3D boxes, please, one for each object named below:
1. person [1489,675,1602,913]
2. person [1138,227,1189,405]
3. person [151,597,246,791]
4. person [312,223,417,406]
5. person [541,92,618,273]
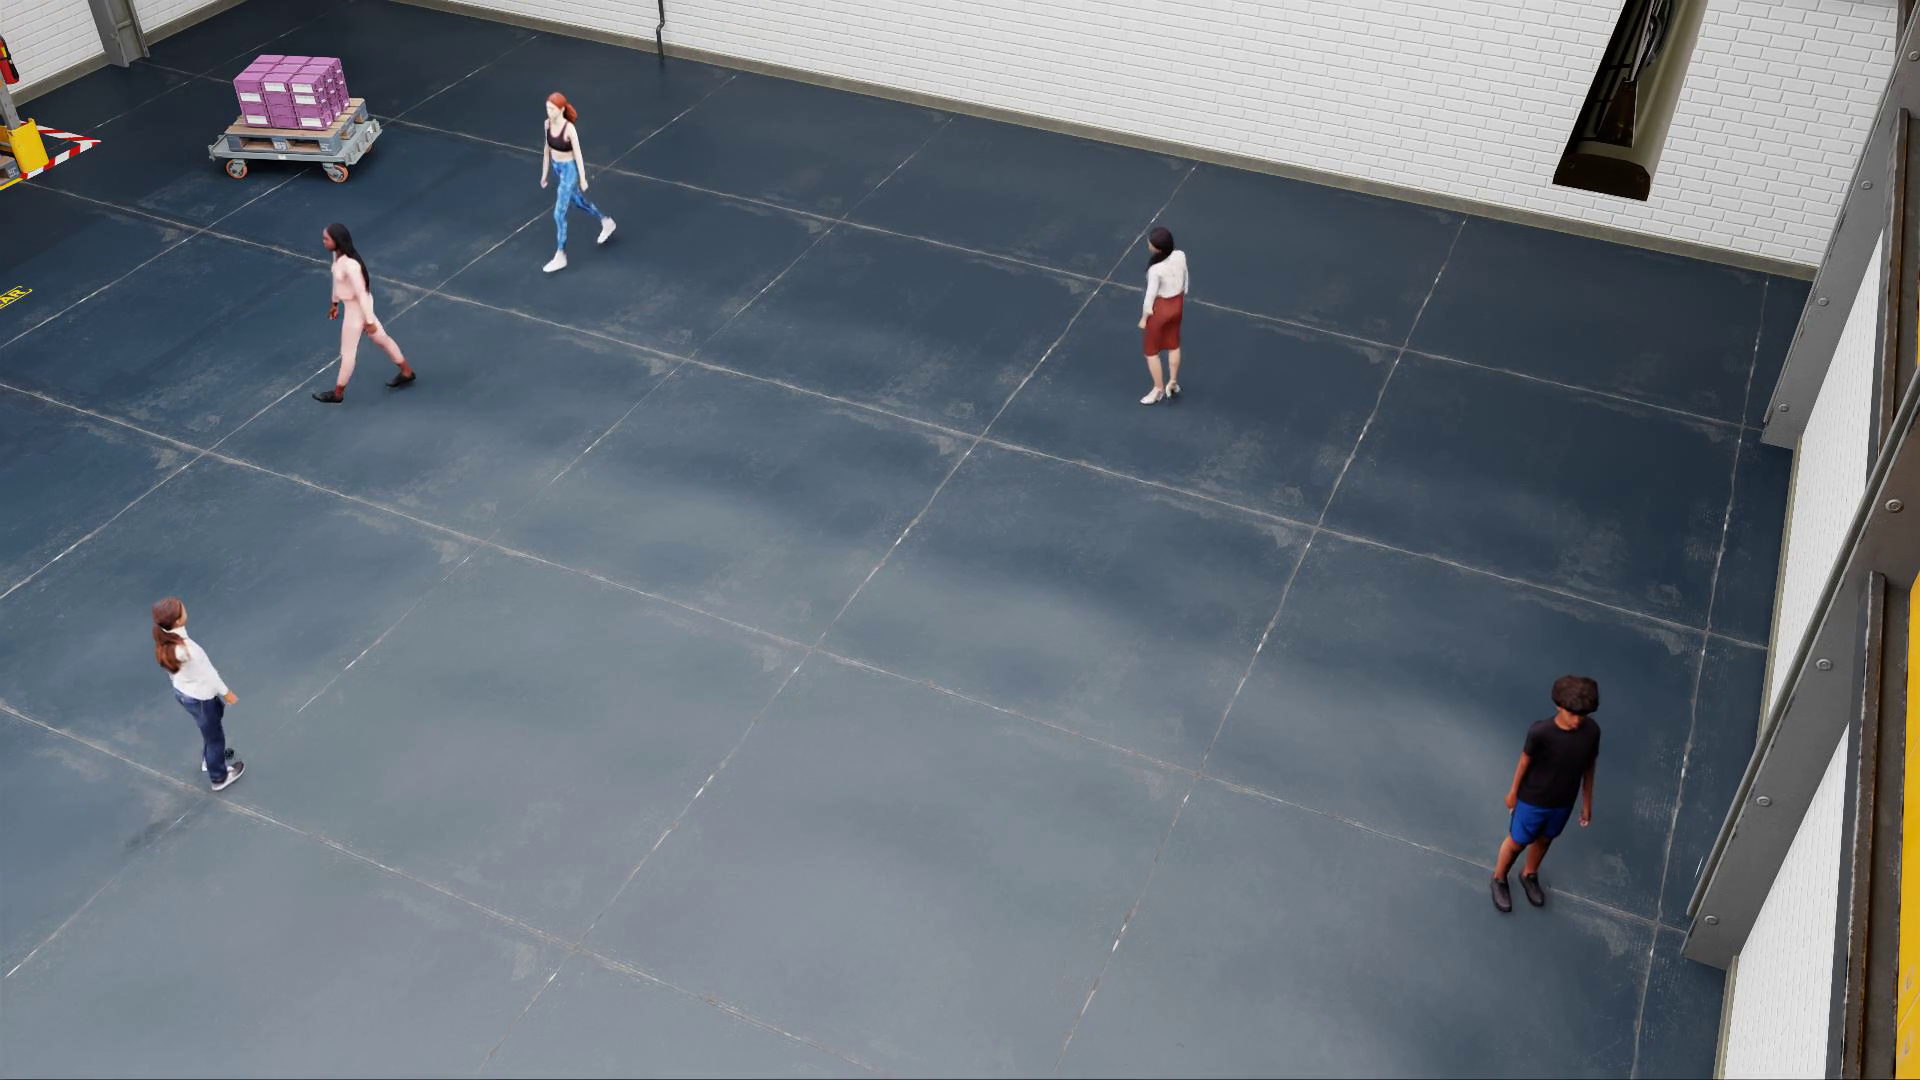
[{"bbox_3d":[3.557,1.485,10.066,0.734,1.789,0.766,-2,39,-3],"label":"person"},{"bbox_3d":[1.798,-1.950,14.413,0.657,1.733,0.821,-18,42,-21],"label":"person"},{"bbox_3d":[-5.023,1.053,10.806,0.550,1.541,0.593,22,44,25],"label":"person"},{"bbox_3d":[-5.154,-2.000,14.521,1.218,1.676,1.063,-19,42,-22],"label":"person"},{"bbox_3d":[-3.825,-3.599,16.473,0.821,1.739,1.283,29,47,31],"label":"person"}]
